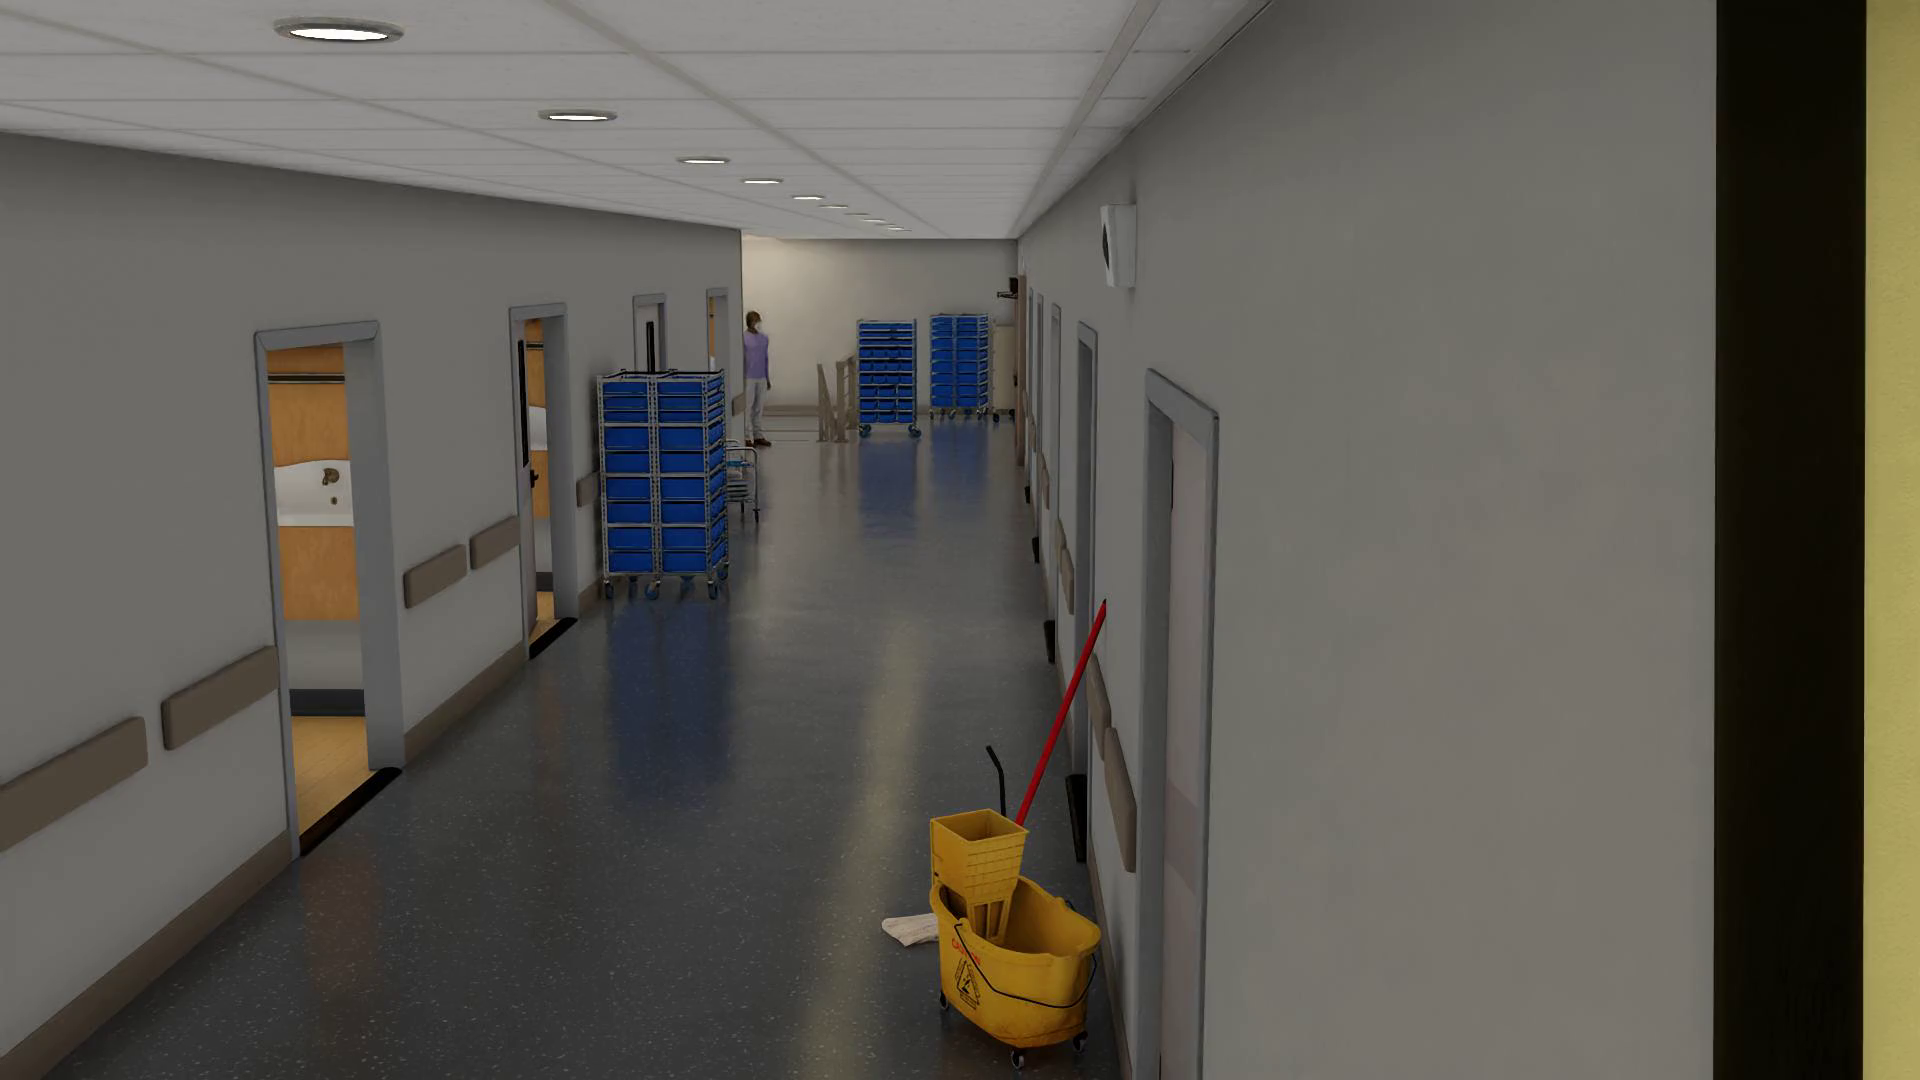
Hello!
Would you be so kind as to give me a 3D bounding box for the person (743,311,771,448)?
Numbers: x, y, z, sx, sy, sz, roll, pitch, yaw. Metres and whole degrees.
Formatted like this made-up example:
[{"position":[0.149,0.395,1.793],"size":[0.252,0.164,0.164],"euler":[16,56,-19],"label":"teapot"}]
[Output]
[{"position":[-2.936,-2.285,23.657],"size":[0.372,1.940,0.630],"euler":[7,12,37],"label":"person"}]
